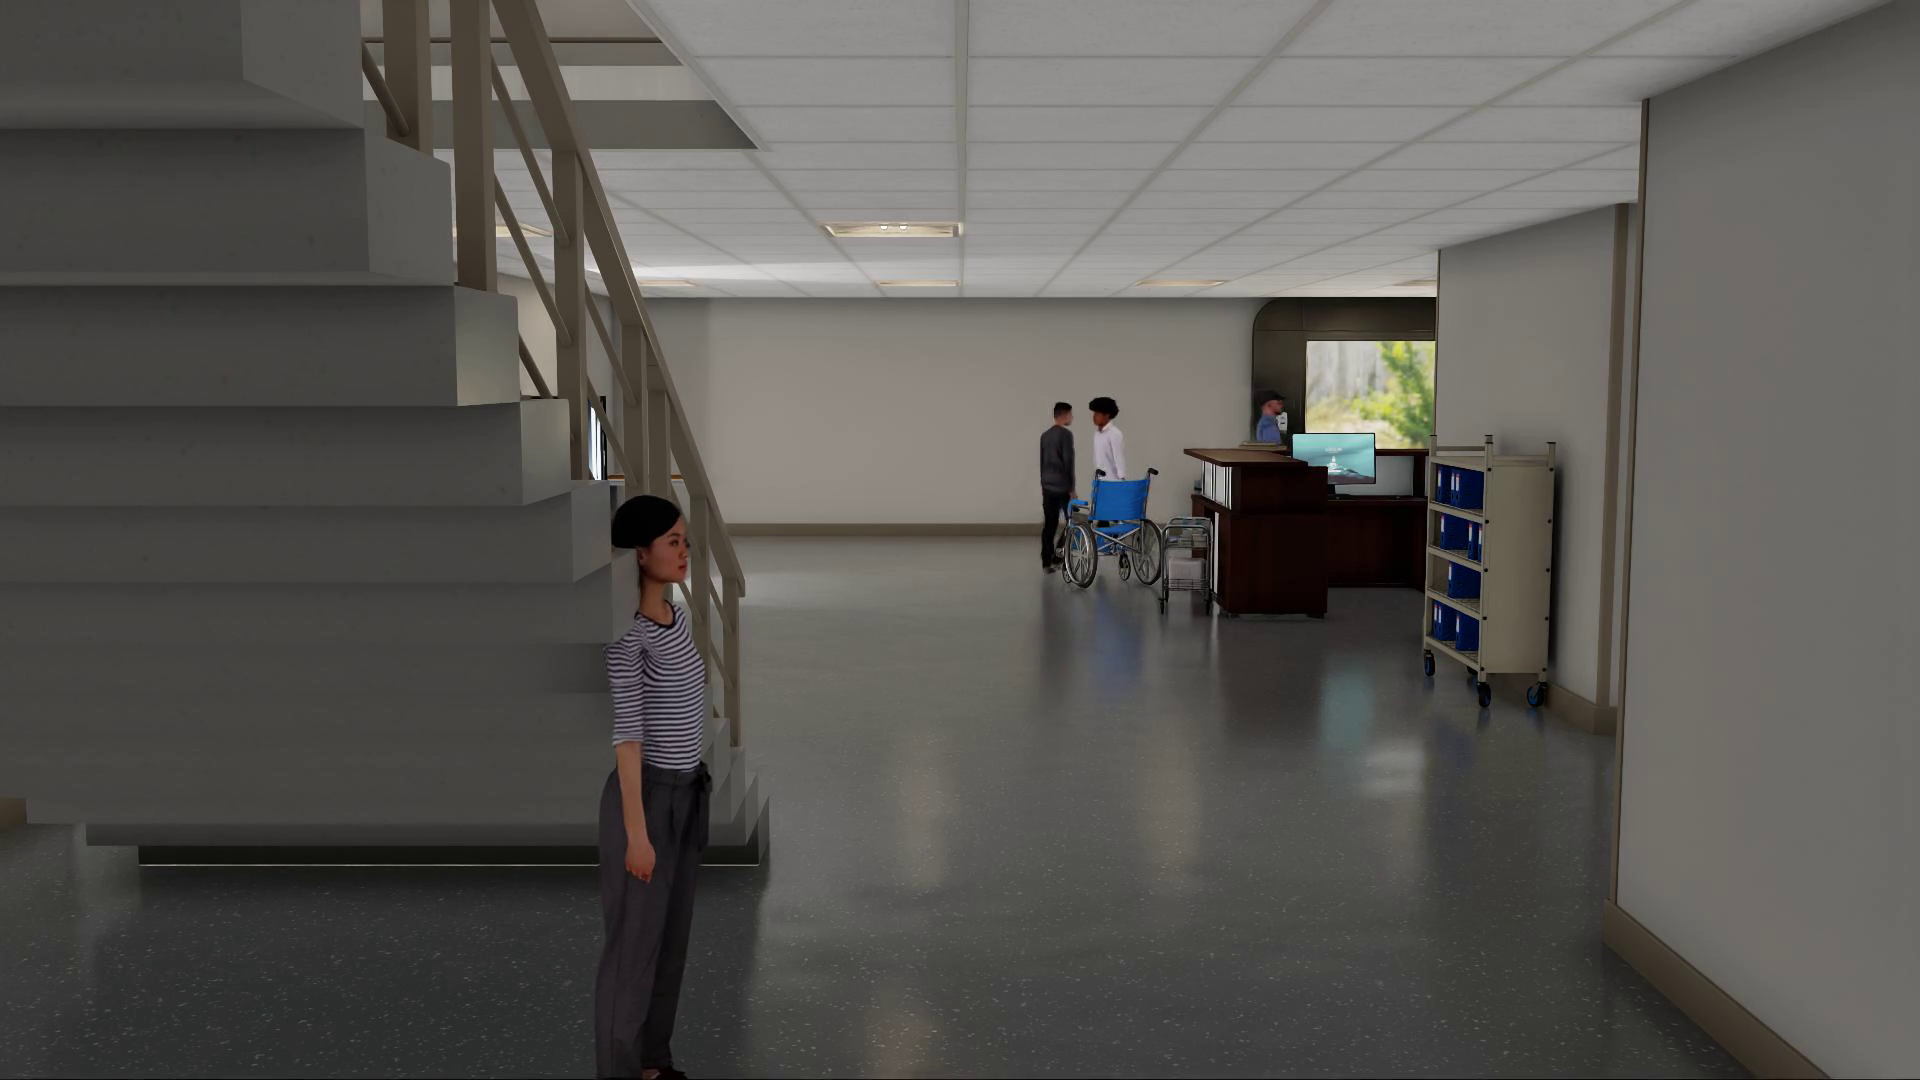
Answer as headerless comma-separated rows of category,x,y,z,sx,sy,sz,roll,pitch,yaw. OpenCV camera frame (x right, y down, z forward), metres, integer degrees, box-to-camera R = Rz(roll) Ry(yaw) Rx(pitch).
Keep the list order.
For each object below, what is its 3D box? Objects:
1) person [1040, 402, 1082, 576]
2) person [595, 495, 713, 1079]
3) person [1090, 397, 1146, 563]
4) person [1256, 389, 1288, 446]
person,0.962,-0.511,16.802,0.754,1.758,0.829,5,8,41
person,-0.852,0.738,4.512,0.691,1.733,0.507,1,6,10
person,1.704,-0.629,17.925,0.940,1.769,1.118,-2,6,-20
person,3.059,-0.579,16.945,0.768,1.865,1.072,1,6,5
